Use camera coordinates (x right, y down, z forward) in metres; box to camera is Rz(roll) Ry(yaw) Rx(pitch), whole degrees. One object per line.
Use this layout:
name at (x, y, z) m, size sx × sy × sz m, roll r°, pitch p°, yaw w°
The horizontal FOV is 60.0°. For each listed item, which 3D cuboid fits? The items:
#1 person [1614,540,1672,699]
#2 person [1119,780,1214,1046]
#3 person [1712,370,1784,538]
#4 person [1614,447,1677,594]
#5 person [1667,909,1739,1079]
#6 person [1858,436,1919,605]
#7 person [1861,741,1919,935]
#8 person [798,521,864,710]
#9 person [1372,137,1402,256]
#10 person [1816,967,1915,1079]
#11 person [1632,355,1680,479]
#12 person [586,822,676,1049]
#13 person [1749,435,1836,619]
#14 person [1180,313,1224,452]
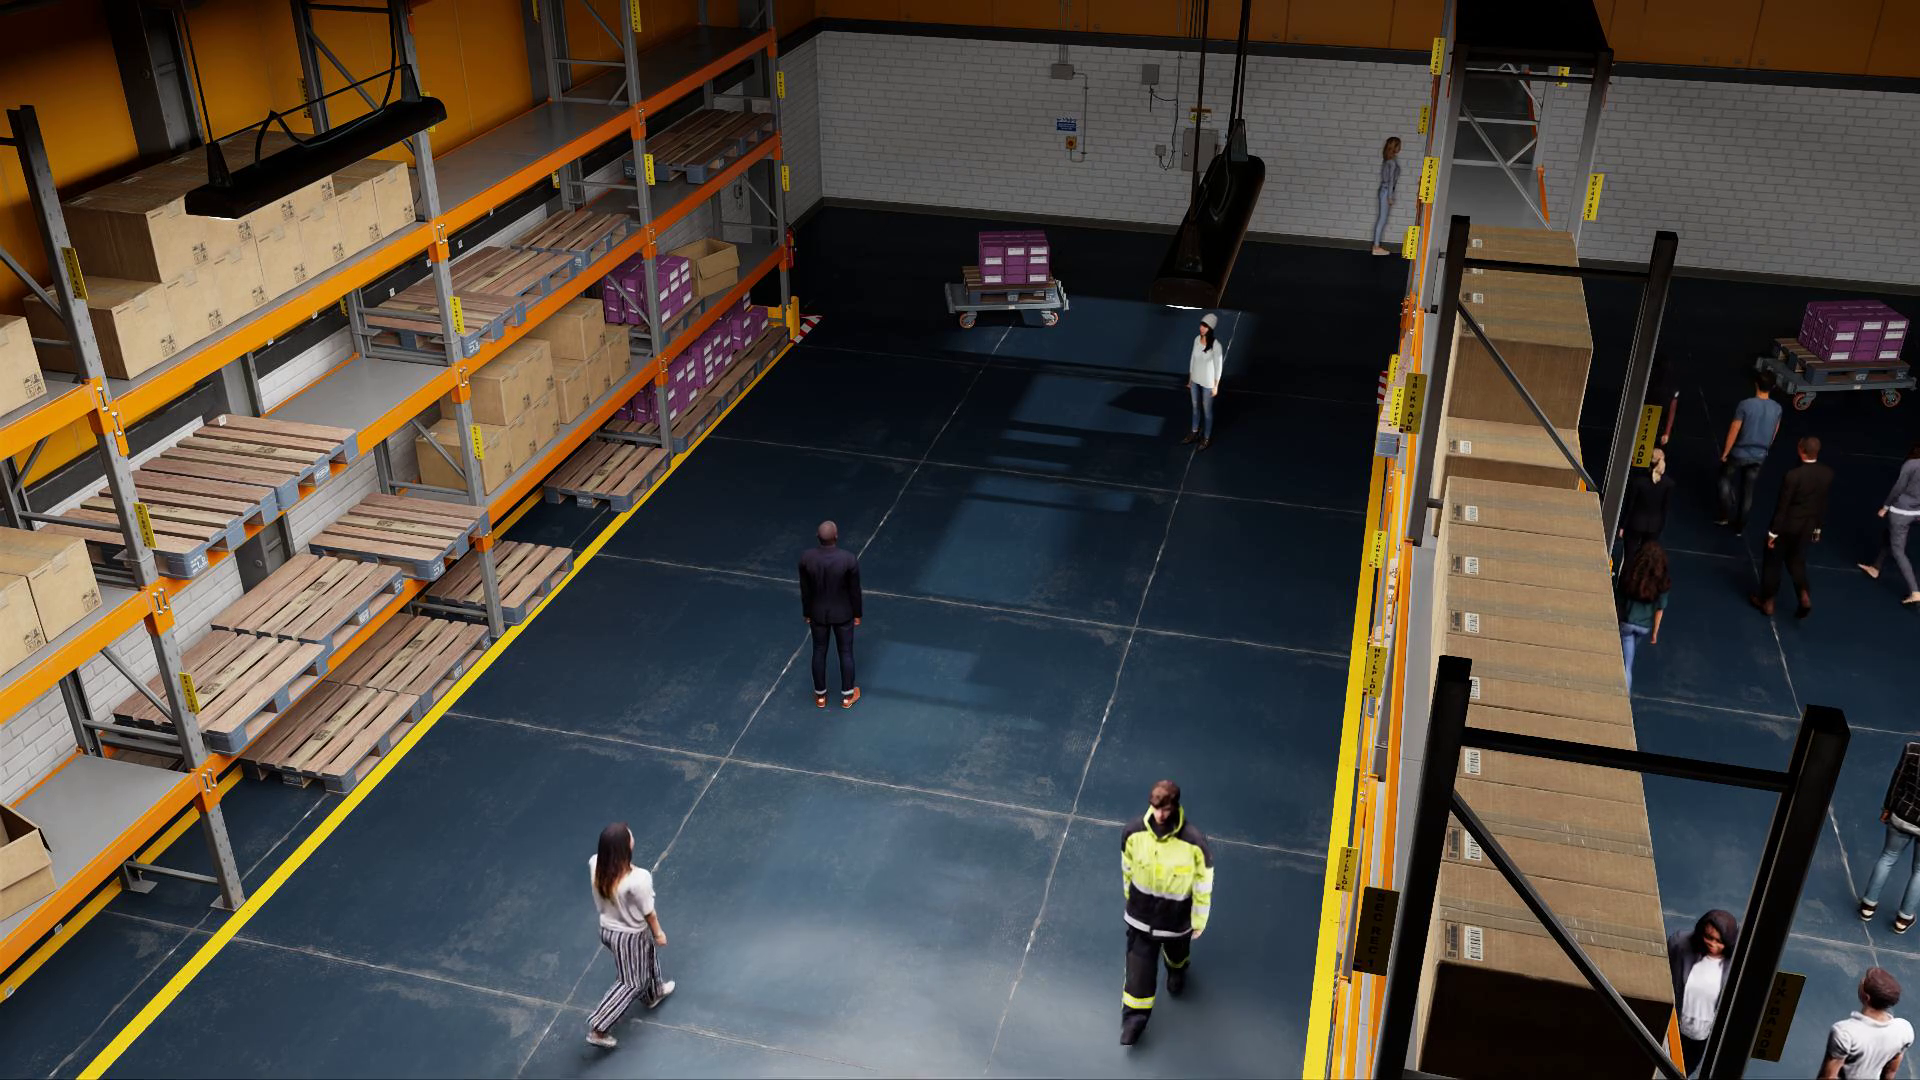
person at (5.871, 0.793, 14.477) m, size 0.681 × 1.570 × 1.101 m, roll 4°, pitch 29°, yaw 7°
person at (1.413, 2.377, 11.193) m, size 0.784 × 1.934 × 1.217 m, roll 8°, pitch 30°, yaw 14°
person at (8.207, -0.857, 17.268) m, size 0.790 × 1.793 × 0.747 m, roll 1°, pitch 29°, yaw 2°
person at (6.549, -0.087, 15.951) m, size 0.627 × 1.702 × 0.577 m, roll 3°, pitch 29°, yaw 5°
person at (4.679, 2.940, 10.544) m, size 0.720 × 1.566 × 0.985 m, roll 10°, pitch 30°, yaw 17°
person at (9.260, -0.212, 16.154) m, size 1.013 × 1.728 × 1.203 m, roll -9°, pitch 30°, yaw -16°
person at (6.901, 2.025, 11.960) m, size 0.734 × 1.818 × 0.730 m, roll 25°, pitch 37°, yaw 38°
person at (-1.123, 0.648, 14.482) m, size 0.729 × 1.819 × 0.655 m, roll 2°, pitch 29°, yaw 4°
person at (6.478, -5.246, 25.312) m, size 0.684 × 1.795 × 0.513 m, roll 2°, pitch 29°, yaw 3°
person at (5.154, 3.249, 9.680) m, size 0.730 × 1.851 × 0.689 m, roll -4°, pitch 29°, yaw -7°
person at (7.422, -1.156, 17.895) m, size 0.692 × 1.717 × 0.723 m, roll 1°, pitch 29°, yaw 1°
person at (-2.251, 2.628, 11.024) m, size 0.982 × 1.653 × 1.163 m, roll 24°, pitch 37°, yaw 37°
person at (7.938, -0.071, 15.724) m, size 0.912 × 1.891 × 1.075 m, roll -4°, pitch 29°, yaw -6°
person at (2.824, -1.839, 19.225) m, size 0.666 × 1.644 × 0.642 m, roll -23°, pitch 36°, yaw -36°
